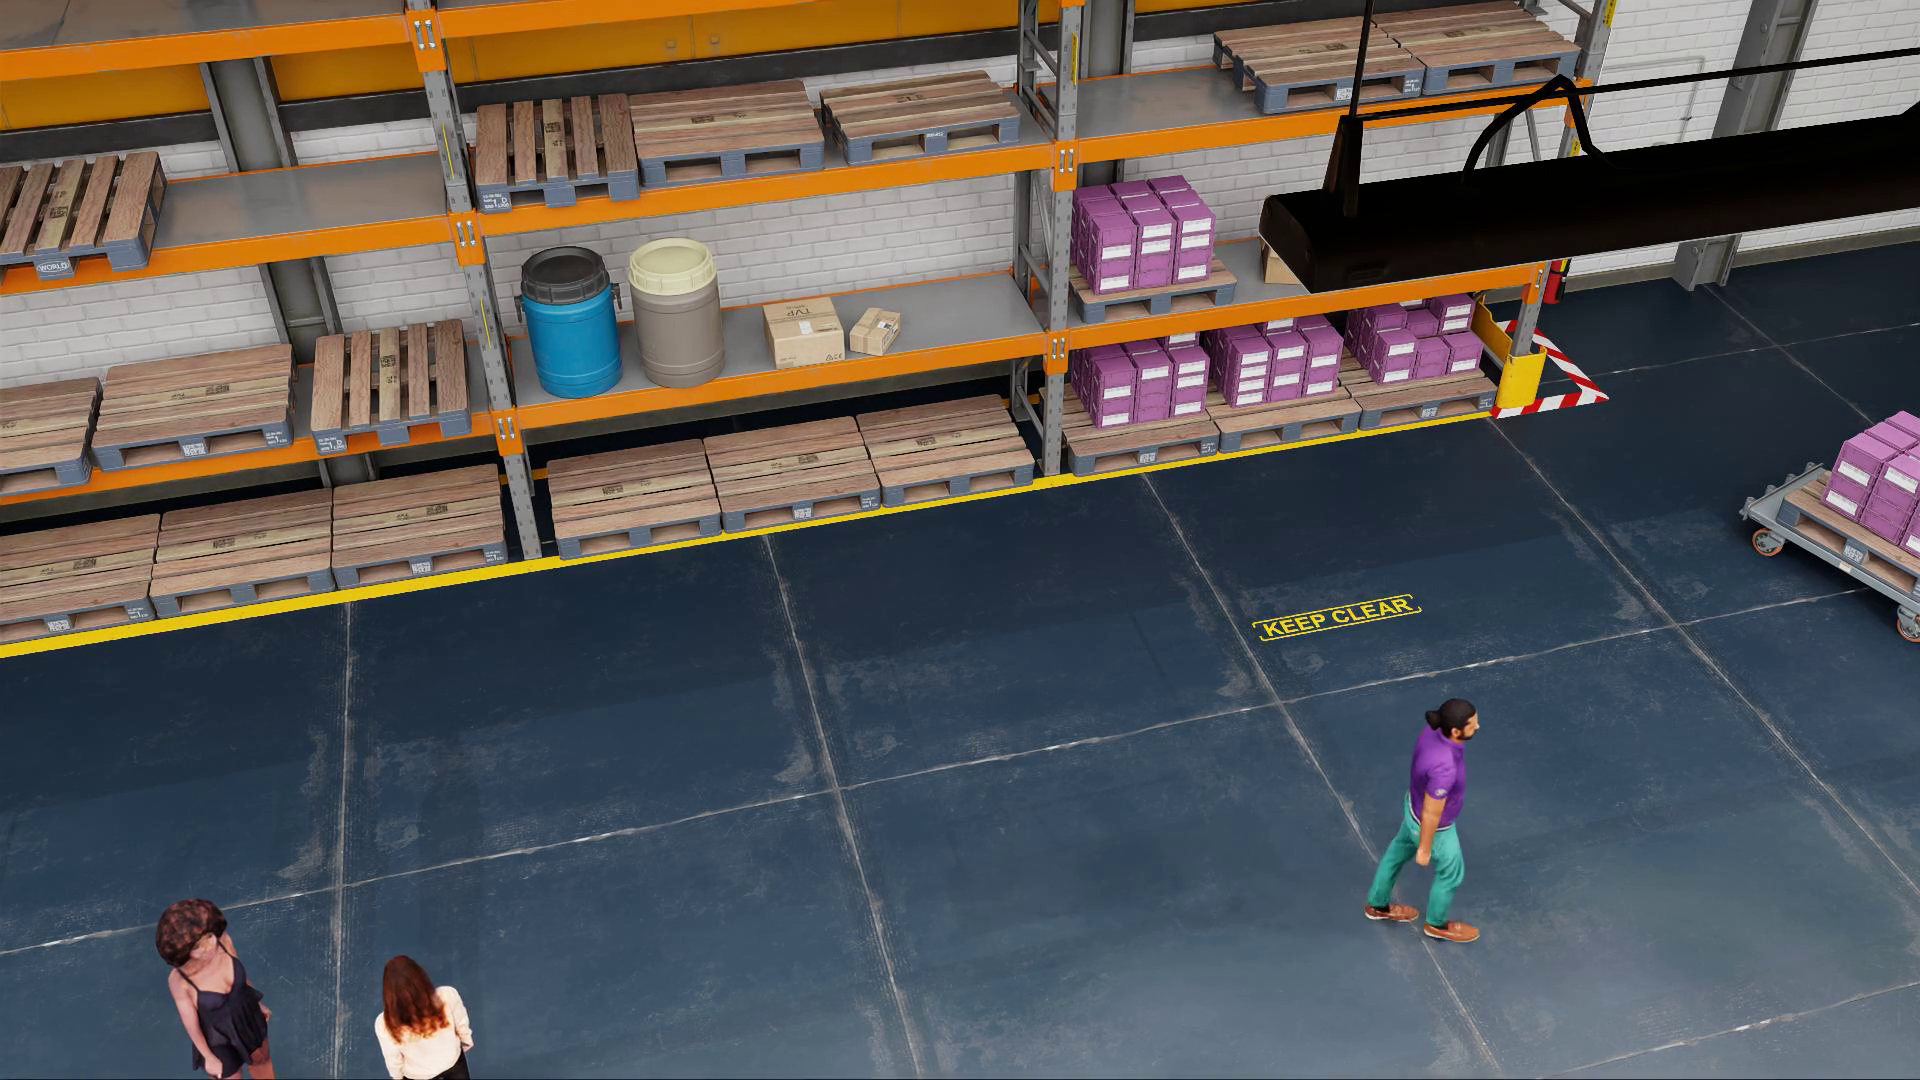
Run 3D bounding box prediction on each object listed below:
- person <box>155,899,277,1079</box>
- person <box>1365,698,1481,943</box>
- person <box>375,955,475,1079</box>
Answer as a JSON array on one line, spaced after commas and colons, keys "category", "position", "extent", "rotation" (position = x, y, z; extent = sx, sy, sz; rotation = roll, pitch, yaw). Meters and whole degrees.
[{"category": "person", "position": [-3.518, 2.362, 8.015], "extent": [0.699, 1.788, 0.658], "rotation": [13, 40, 16]}, {"category": "person", "position": [2.467, 1.521, 9.095], "extent": [0.959, 1.756, 0.821], "rotation": [3, 39, 4]}, {"category": "person", "position": [-2.565, 2.516, 8.067], "extent": [0.559, 1.484, 0.697], "rotation": [-25, 45, -28]}]
